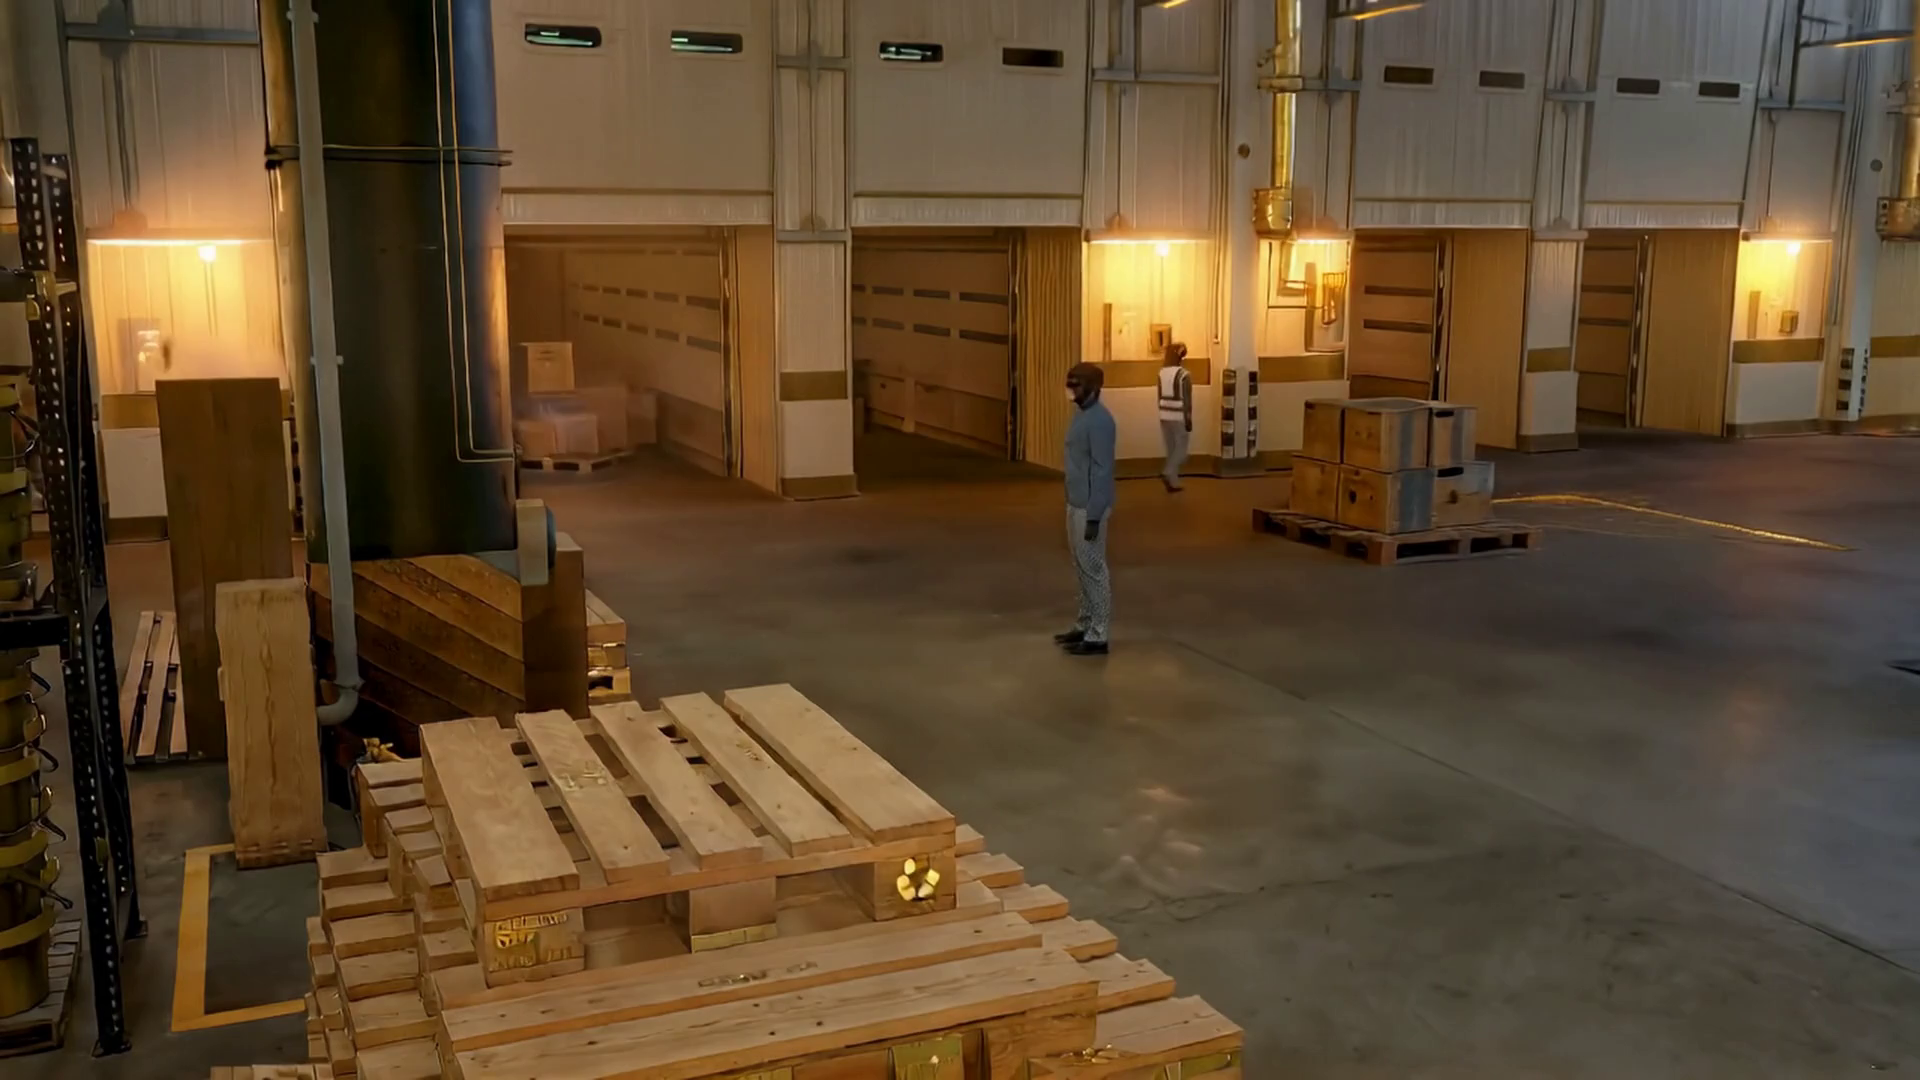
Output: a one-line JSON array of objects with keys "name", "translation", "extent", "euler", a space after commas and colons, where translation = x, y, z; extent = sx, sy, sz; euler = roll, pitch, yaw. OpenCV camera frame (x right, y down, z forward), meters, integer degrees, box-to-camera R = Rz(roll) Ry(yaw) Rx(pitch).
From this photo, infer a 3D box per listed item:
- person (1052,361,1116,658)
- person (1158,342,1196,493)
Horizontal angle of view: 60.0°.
[{"name": "person", "translation": [0.827, -0.204, 10.906], "extent": [0.367, 1.939, 0.635], "euler": [-1, 10, -7]}, {"name": "person", "translation": [2.299, -1.297, 17.759], "extent": [0.352, 1.625, 0.544], "euler": [-6, 12, -32]}]
